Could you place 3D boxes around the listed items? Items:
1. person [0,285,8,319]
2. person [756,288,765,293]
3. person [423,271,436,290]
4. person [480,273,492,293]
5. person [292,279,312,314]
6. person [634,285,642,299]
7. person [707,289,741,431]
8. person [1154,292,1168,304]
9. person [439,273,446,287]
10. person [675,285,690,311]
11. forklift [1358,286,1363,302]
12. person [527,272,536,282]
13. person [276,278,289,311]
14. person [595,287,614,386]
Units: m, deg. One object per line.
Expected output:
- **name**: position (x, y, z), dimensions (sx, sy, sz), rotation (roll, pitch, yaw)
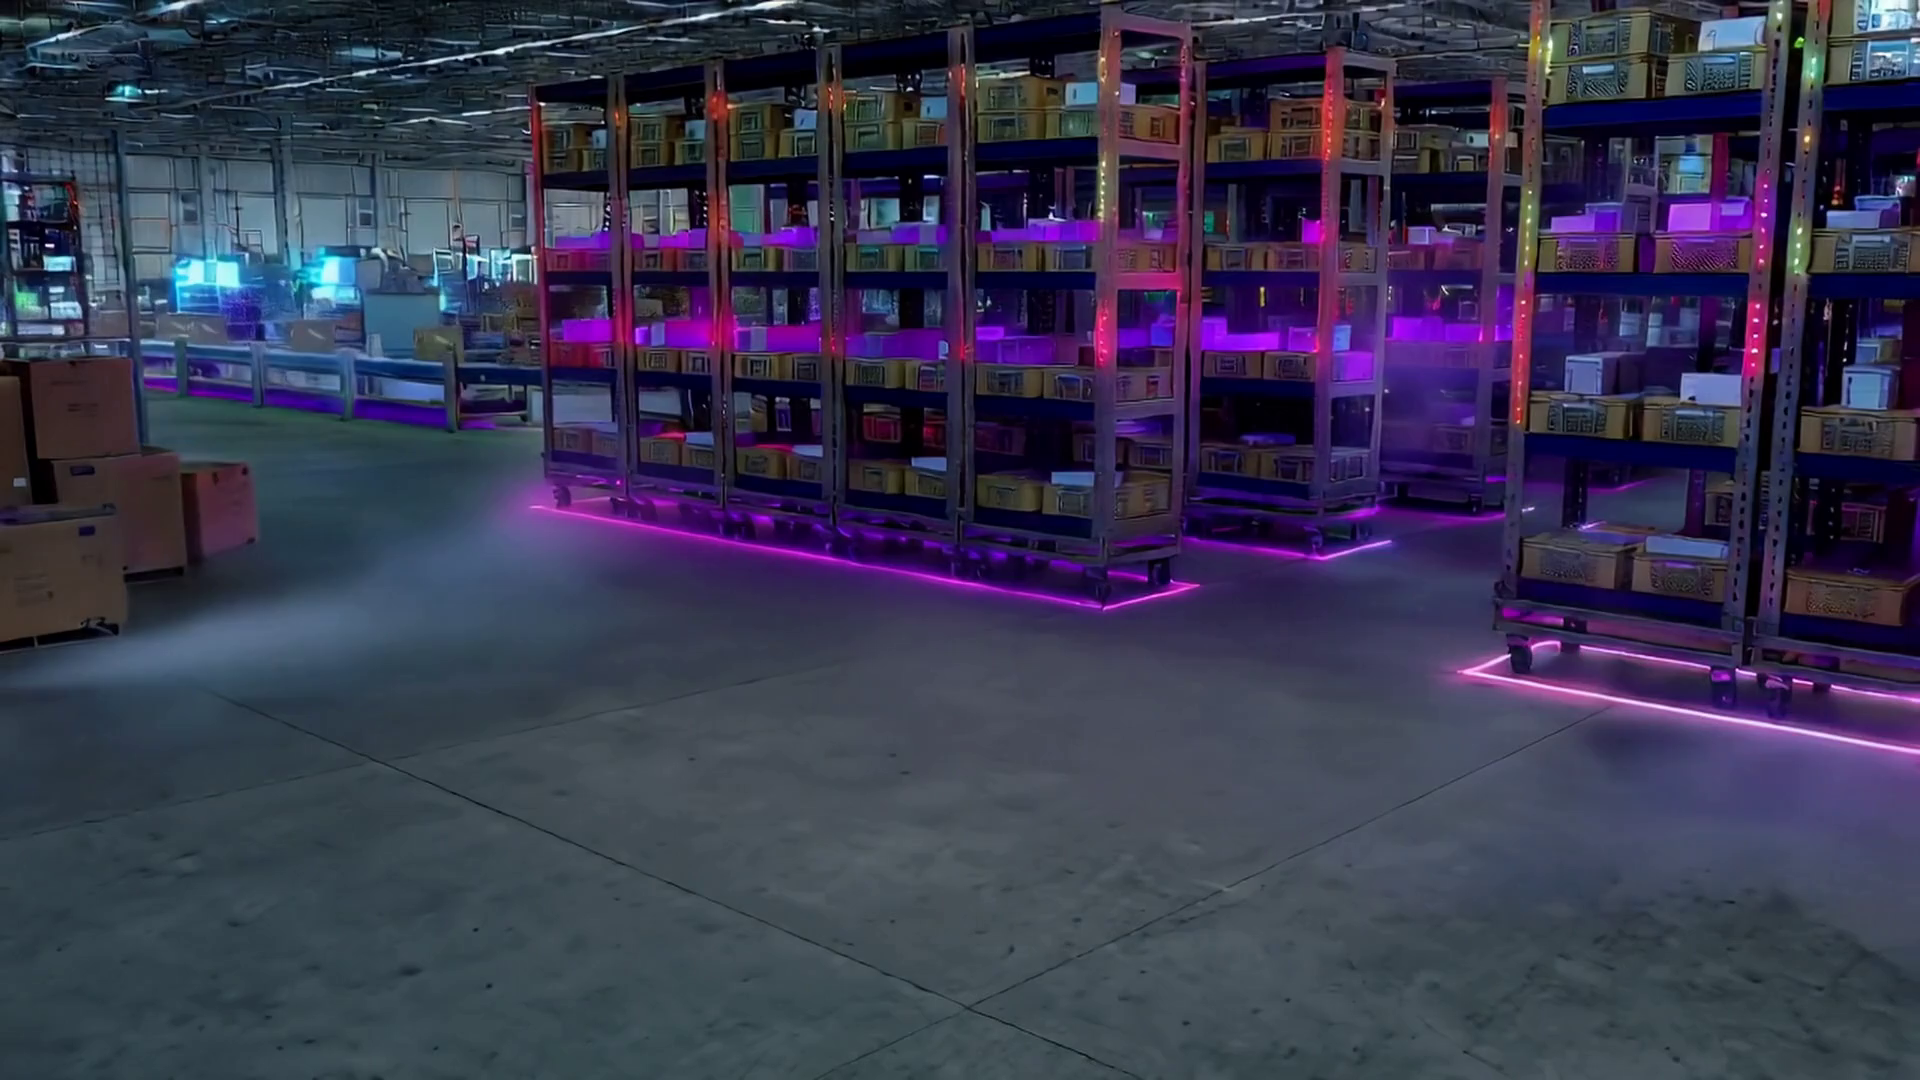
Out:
- **person**: position (-24.790, -5.918, 42.921), dimensions (0.611, 2.018, 0.852), rotation (-1, 9, -4)
- **person**: position (-8.209, -10.180, 69.238), dimensions (0.542, 1.939, 0.368), rotation (3, 10, 15)
- **person**: position (-18.846, -8.574, 59.262), dimensions (0.636, 1.984, 0.560), rotation (7, 11, 35)
- **person**: position (-24.083, -12.628, 84.491), dimensions (0.610, 1.890, 0.866), rotation (0, 9, -1)
- **person**: position (-24.585, -9.073, 62.140), dimensions (0.684, 2.000, 0.535), rotation (-4, 10, -24)
- **person**: position (-10.541, -7.606, 53.815), dimensions (0.503, 1.823, 0.605), rotation (8, 13, 42)
- **person**: position (-2.614, -1.901, 18.563), dimensions (0.410, 1.913, 0.651), rotation (-7, 11, -36)
- **person**: position (6.492, -7.668, 54.096), dimensions (0.975, 1.865, 0.646), rotation (-6, 11, -31)
- **person**: position (-23.521, -11.230, 75.822), dimensions (0.647, 1.882, 1.023), rotation (8, 12, 40)
- **person**: position (-8.512, -7.079, 51.006), dimensions (0.399, 1.677, 0.547), rotation (9, 13, 44)
- **forklift**: position (11.100, -7.017, 46.970), dimensions (1.873, 2.768, 1.129), rotation (9, 13, 43)
- **person**: position (-24.792, -14.577, 96.391), dimensions (0.560, 1.881, 1.017), rotation (3, 10, 18)
- **person**: position (-25.851, -9.127, 63.465), dimensions (0.947, 1.708, 0.540), rotation (8, 12, 41)
- **person**: position (-6.191, -3.602, 29.447), dimensions (0.523, 1.765, 0.316), rotation (-5, 11, -29)
